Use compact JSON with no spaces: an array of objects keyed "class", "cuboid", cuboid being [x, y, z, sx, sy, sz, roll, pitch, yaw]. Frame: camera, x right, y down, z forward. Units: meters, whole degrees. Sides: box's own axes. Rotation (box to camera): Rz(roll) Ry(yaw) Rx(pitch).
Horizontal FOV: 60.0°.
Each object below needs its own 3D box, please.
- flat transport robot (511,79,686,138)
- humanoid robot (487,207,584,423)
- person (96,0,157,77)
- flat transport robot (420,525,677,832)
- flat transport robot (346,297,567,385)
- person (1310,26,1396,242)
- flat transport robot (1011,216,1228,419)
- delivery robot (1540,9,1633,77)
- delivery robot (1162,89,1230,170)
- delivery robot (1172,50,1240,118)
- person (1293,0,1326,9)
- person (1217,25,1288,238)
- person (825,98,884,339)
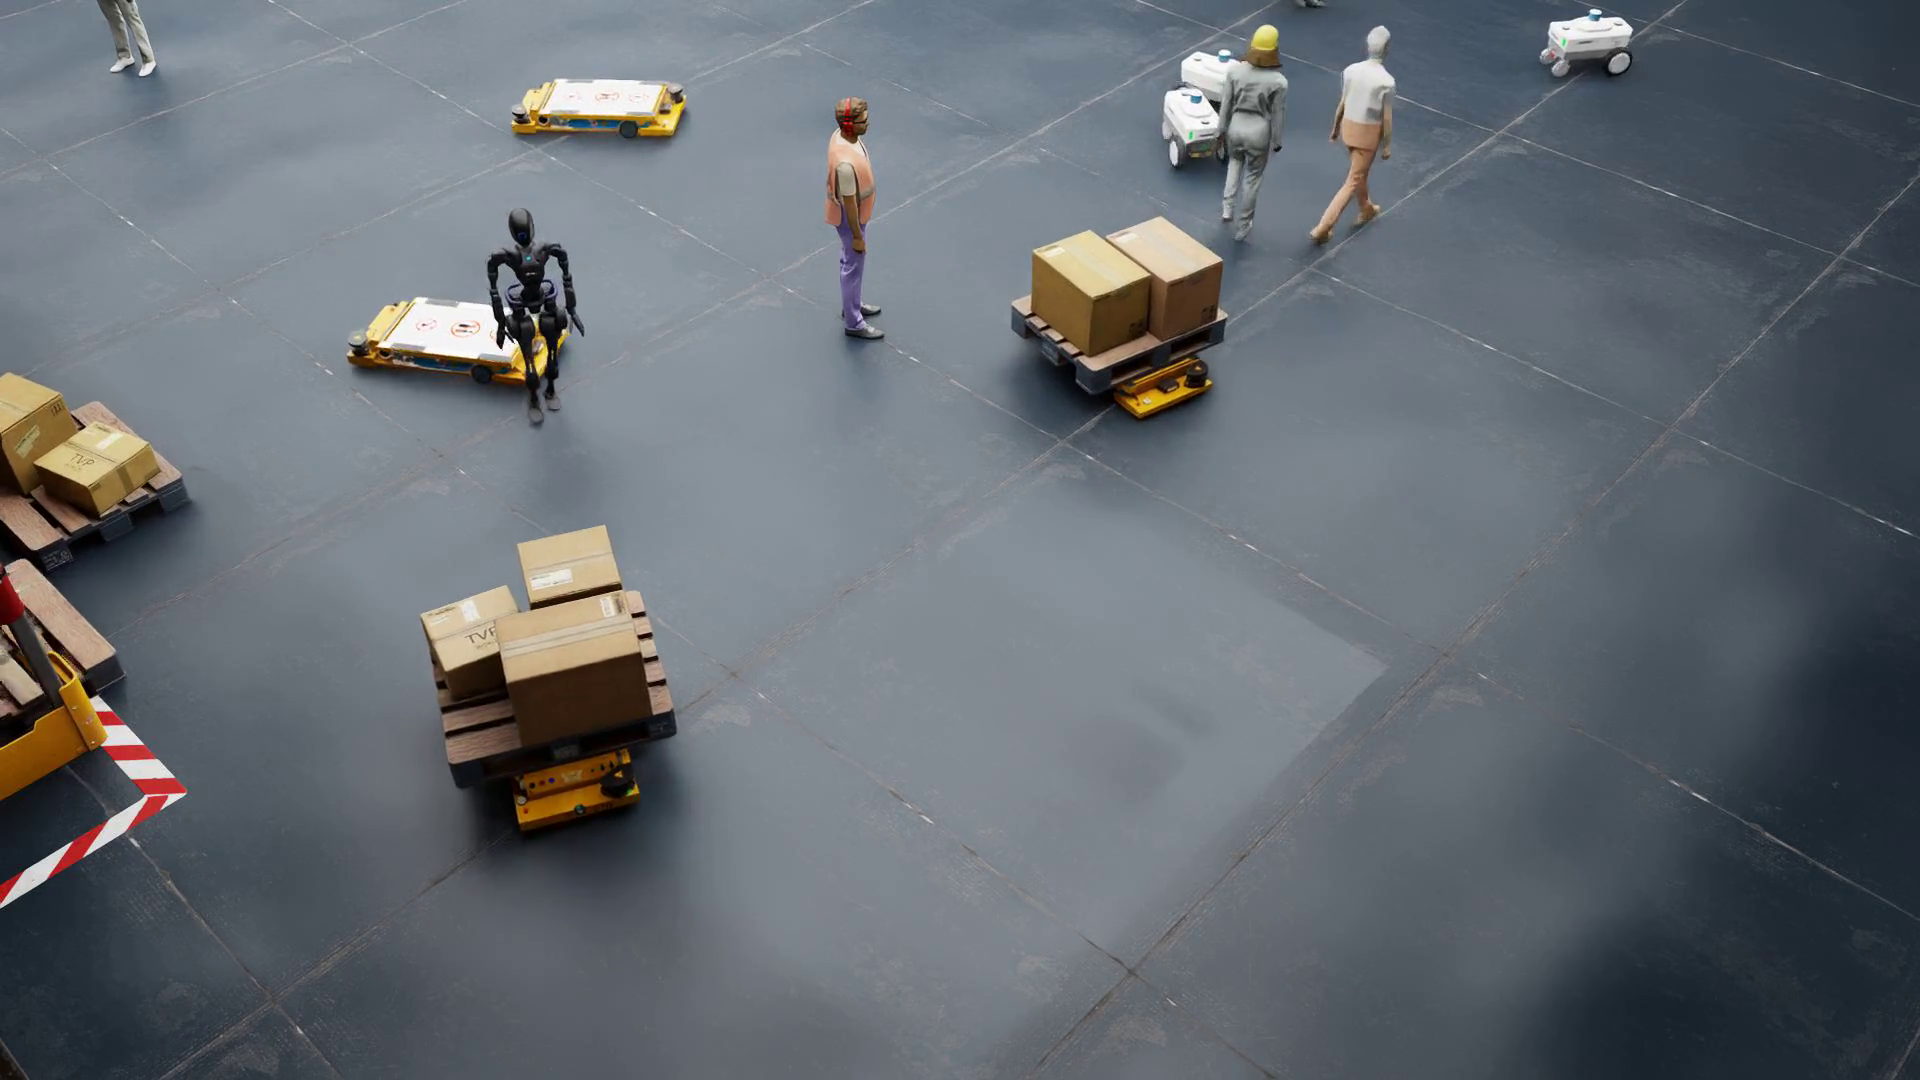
[{"class":"flat transport robot","cuboid":[-3.212,-3.842,14.796,1.431,0.231,0.659,2,42,2]},{"class":"humanoid robot","cuboid":[-2.865,-1.536,11.192,0.590,1.640,0.458,-16,44,-17]},{"class":"person","cuboid":[-7.713,-5.018,15.078,0.513,1.639,0.312,14,44,15]},{"class":"flat transport robot","cuboid":[-2.277,0.988,9.428,0.659,0.231,1.431,-13,44,-14]},{"class":"flat transport robot","cuboid":[-3.673,-1.457,12.146,1.431,0.231,0.659,8,43,8]},{"class":"person","cuboid":[3.095,-3.141,12.956,0.857,1.691,0.510,-29,49,-28]},{"class":"flat transport robot","cuboid":[1.130,-1.409,12.092,0.659,0.231,1.431,-24,47,-24]},{"class":"delivery robot","cuboid":[5.840,-4.632,15.455,0.788,0.587,0.499,-7,42,-7]},{"class":"delivery robot","cuboid":[2.003,-3.567,14.270,0.499,0.586,0.772,-9,43,-10]},{"class":"delivery robot","cuboid":[2.323,-4.082,14.832,0.756,0.571,0.499,27,48,26]},{"class":"person","cuboid":[3.484,-5.941,15.979,0.466,1.805,0.615,14,44,15]},{"class":"person","cuboid":[2.277,-3.180,12.967,0.509,1.725,0.398,19,45,20]},{"class":"person","cuboid":[-0.773,-2.306,11.910,0.390,1.846,0.565,-3,42,-4]}]
